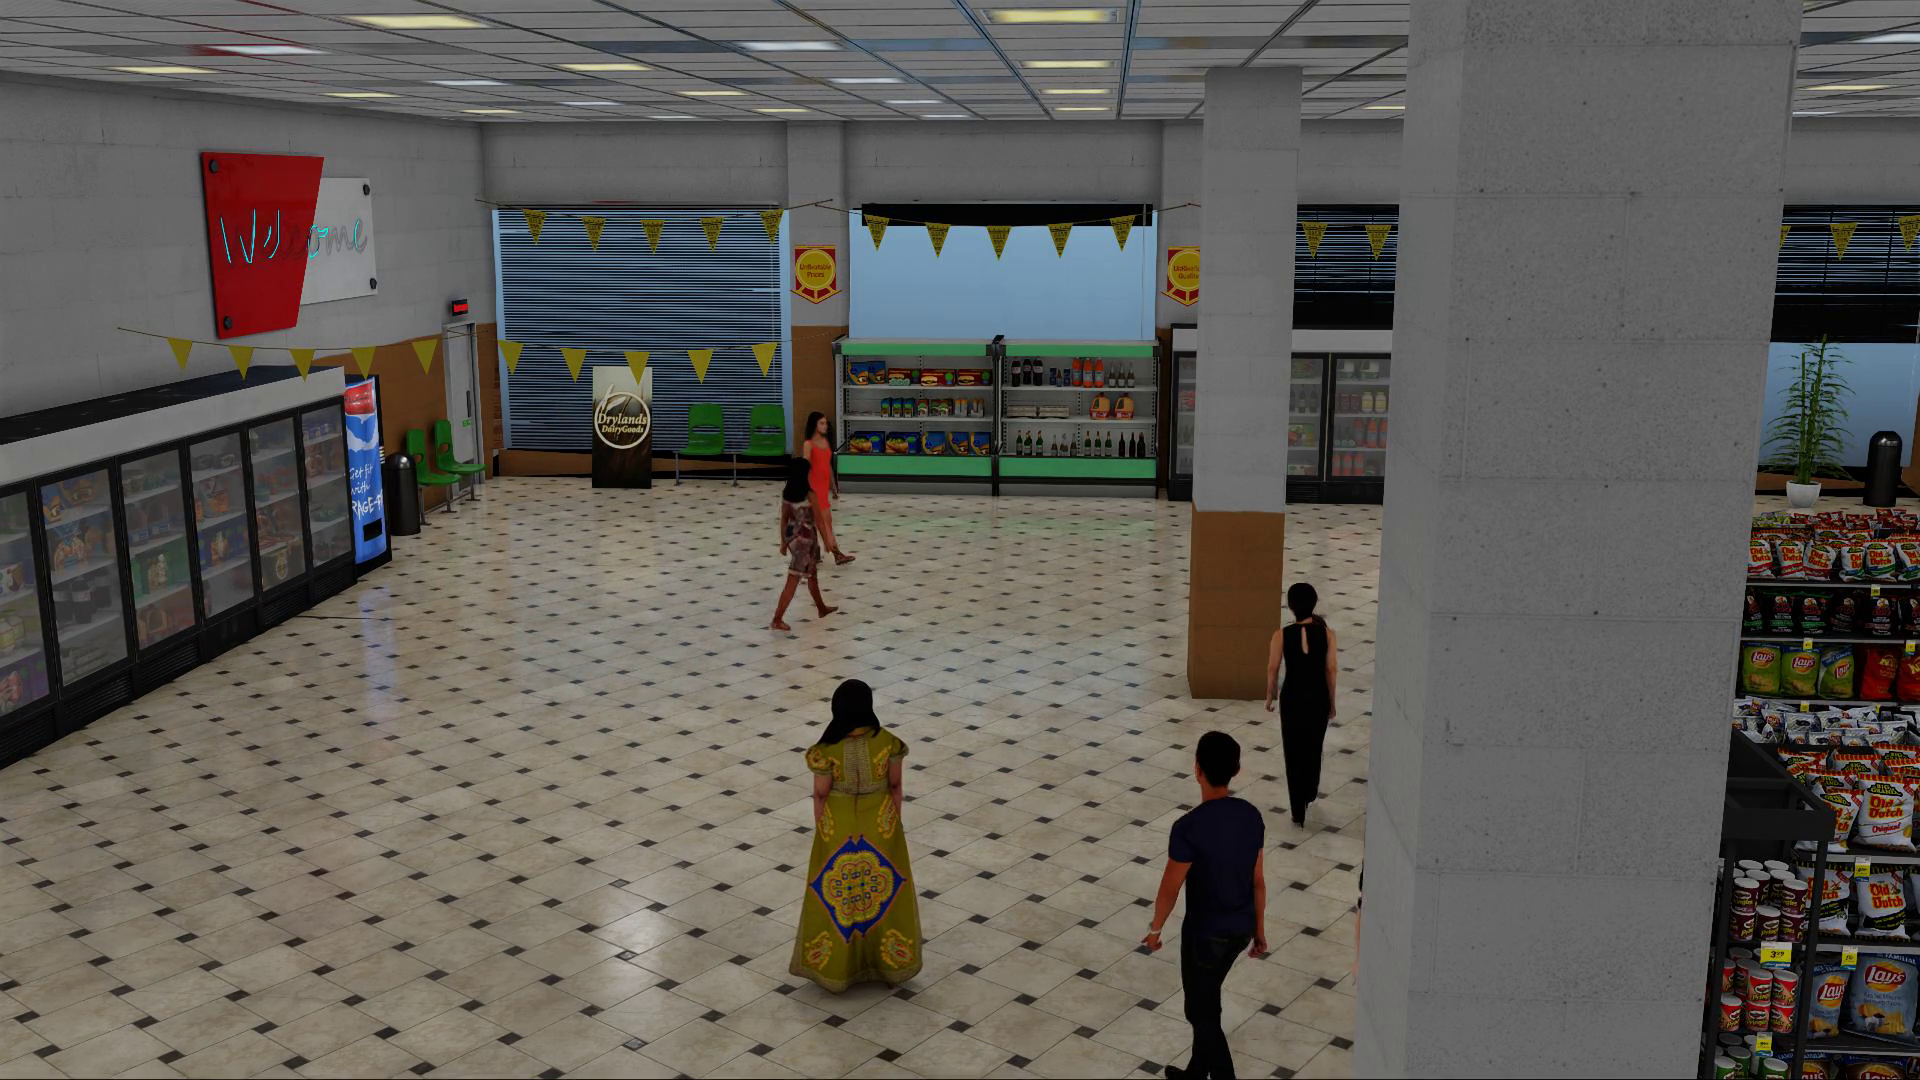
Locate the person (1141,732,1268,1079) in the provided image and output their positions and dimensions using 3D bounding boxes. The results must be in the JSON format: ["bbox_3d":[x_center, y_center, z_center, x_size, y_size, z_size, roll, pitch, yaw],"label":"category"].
[{"bbox_3d":[1.157,1.742,7.239,0.931,1.760,0.965,-7,14,-31],"label":"person"}]

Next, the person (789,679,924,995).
[{"bbox_3d":[-0.522,1.518,8.553,0.852,1.656,1.022,-3,12,-14],"label":"person"}]

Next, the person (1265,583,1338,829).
[{"bbox_3d":[2.234,1.093,10.752,0.709,1.582,0.673,0,12,0],"label":"person"}]

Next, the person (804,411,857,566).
[{"bbox_3d":[-1.642,-0.555,18.297,1.010,1.698,0.786,5,13,21],"label":"person"}]

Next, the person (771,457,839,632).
[{"bbox_3d":[-1.535,0.079,15.534,1.167,1.596,1.127,10,15,39],"label":"person"}]
